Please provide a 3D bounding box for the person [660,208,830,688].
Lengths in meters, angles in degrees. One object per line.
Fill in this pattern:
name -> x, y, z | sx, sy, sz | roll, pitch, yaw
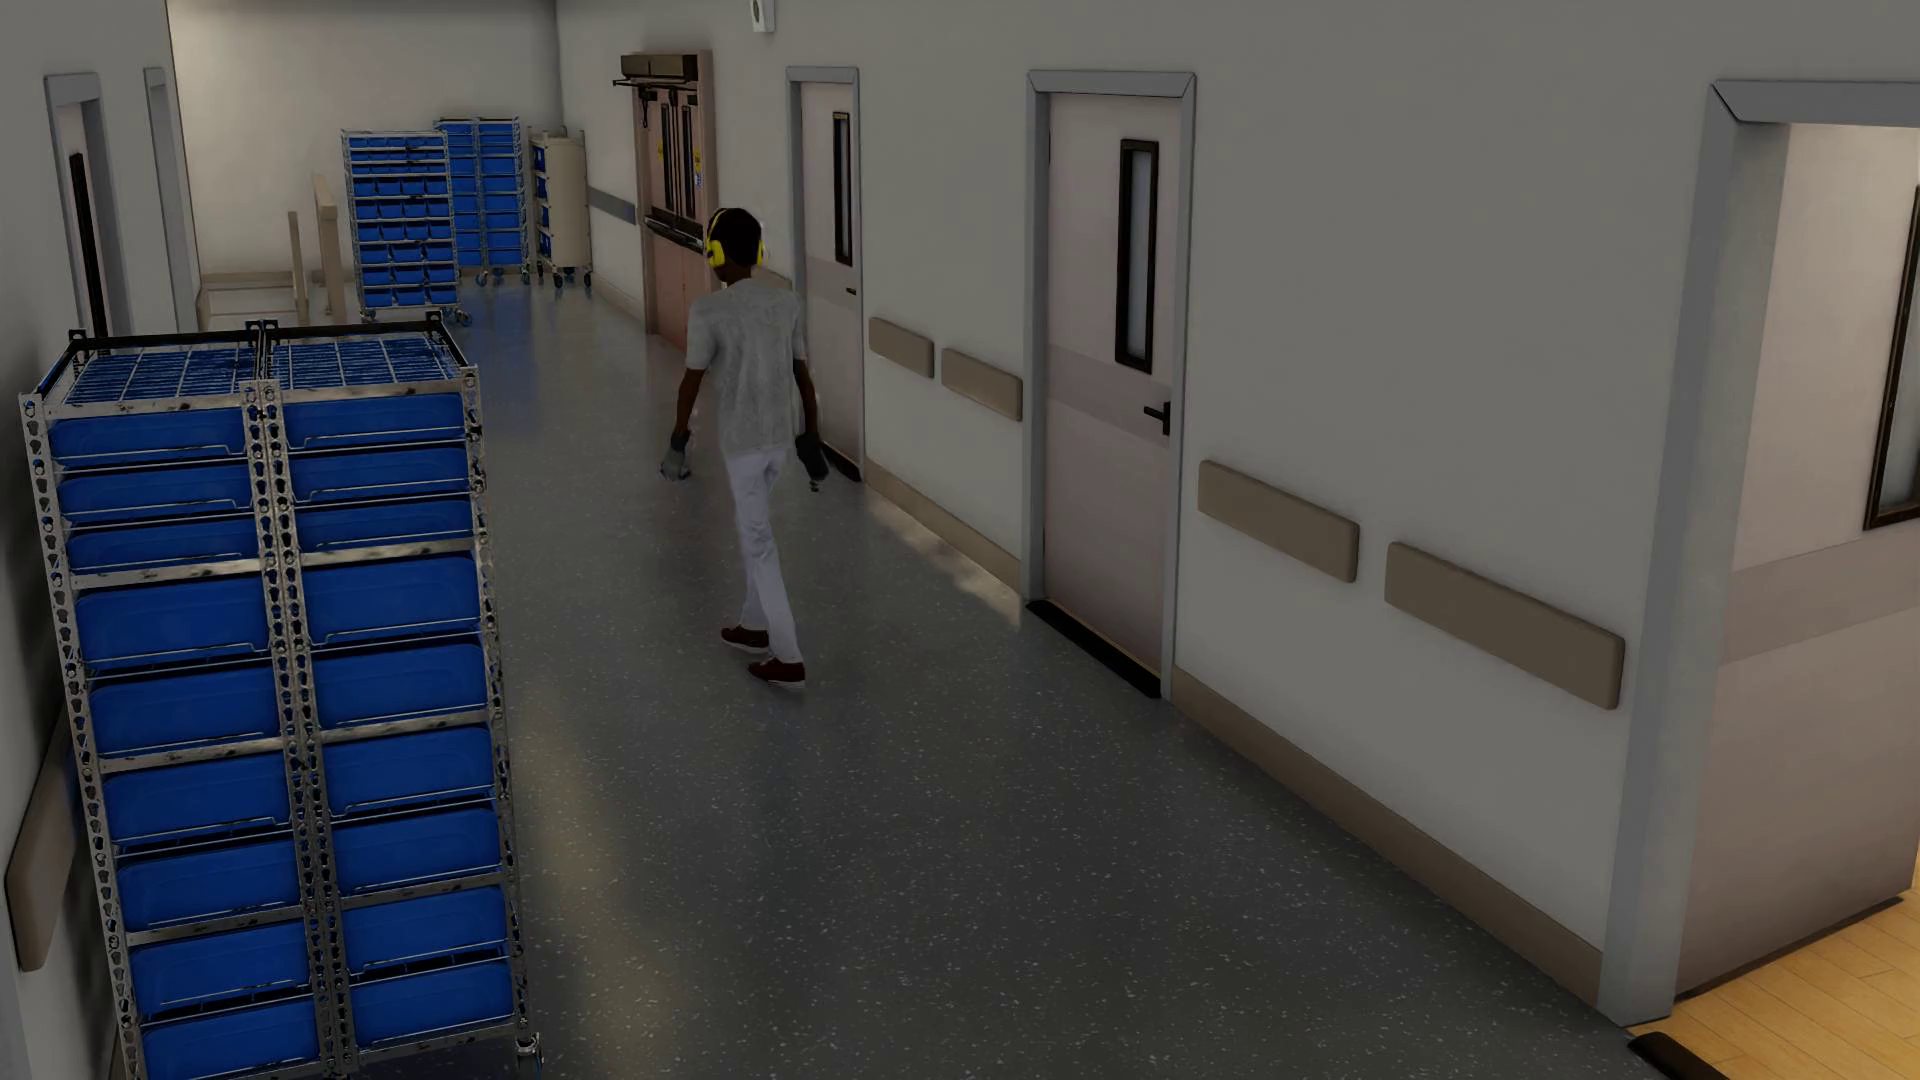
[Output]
person -> -0.857, -0.359, 6.488 | 0.798, 1.829, 0.500 | 14, 21, 39
